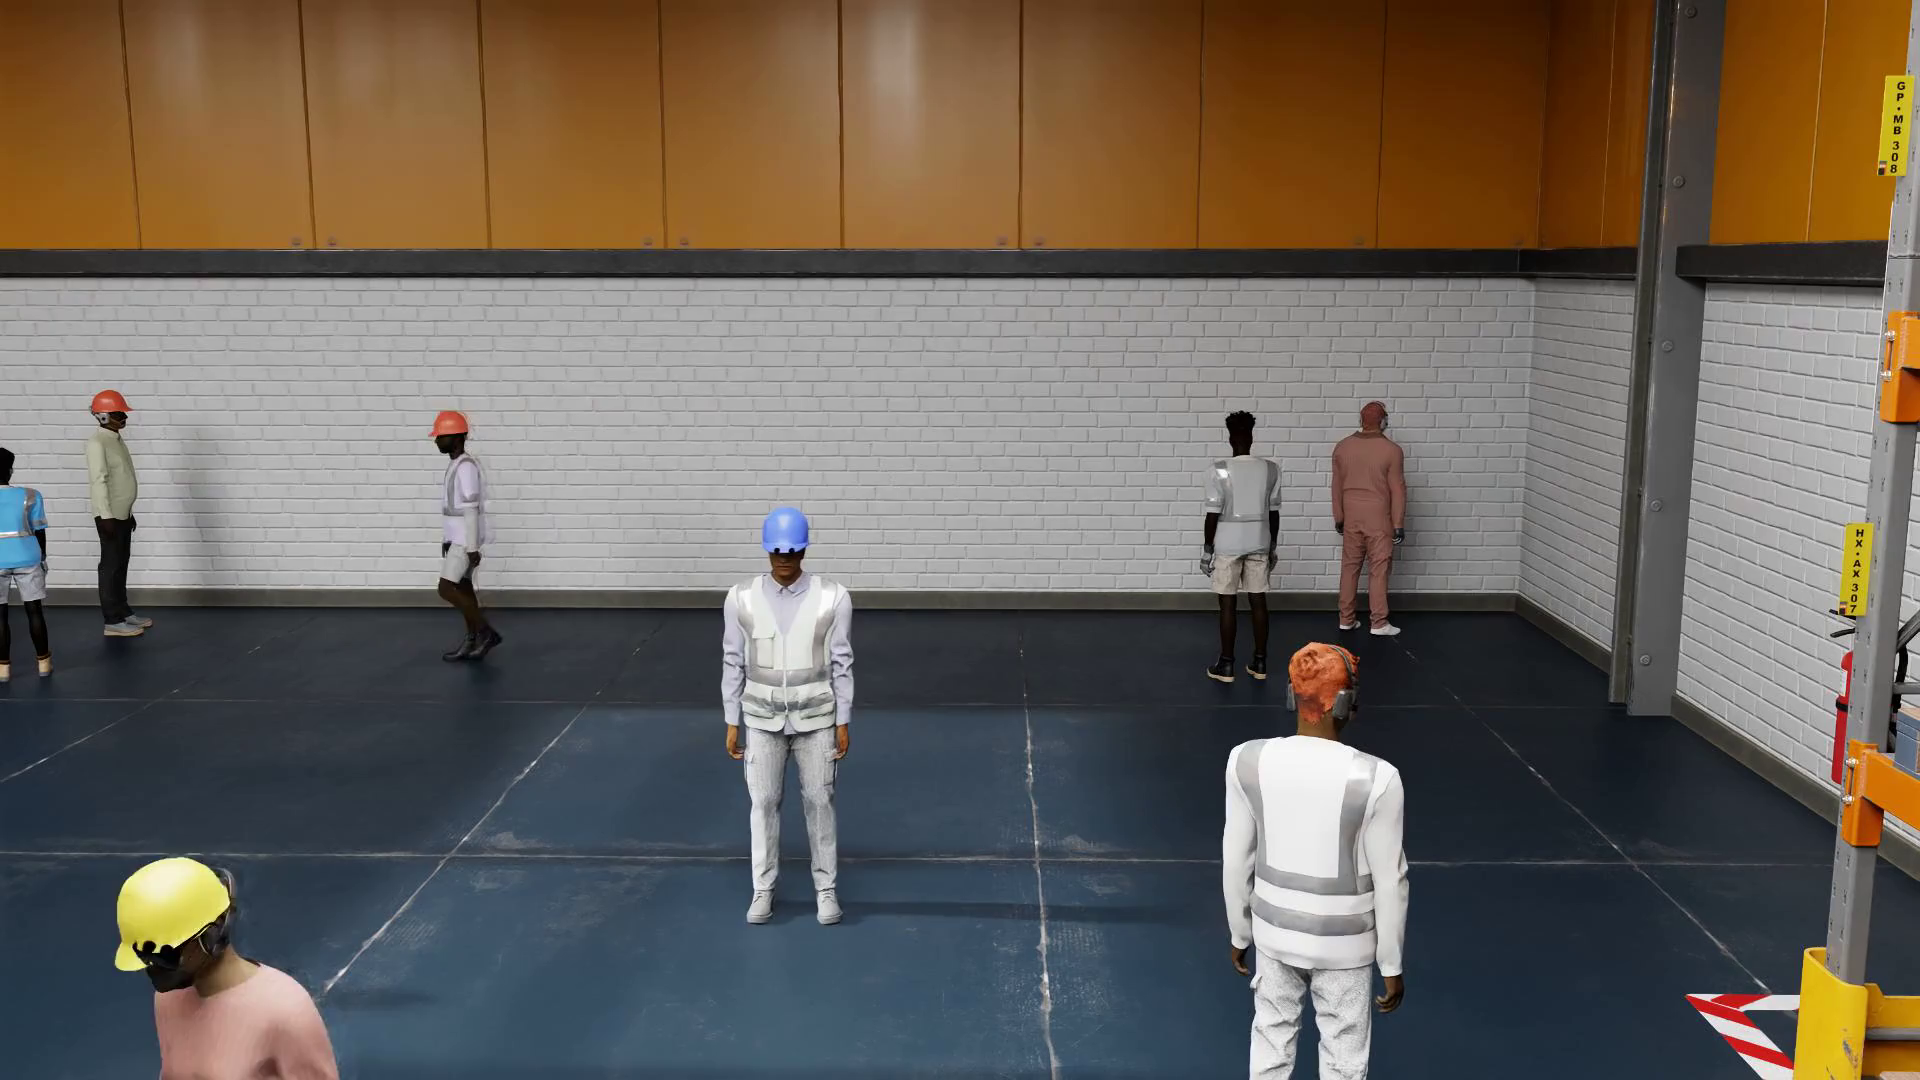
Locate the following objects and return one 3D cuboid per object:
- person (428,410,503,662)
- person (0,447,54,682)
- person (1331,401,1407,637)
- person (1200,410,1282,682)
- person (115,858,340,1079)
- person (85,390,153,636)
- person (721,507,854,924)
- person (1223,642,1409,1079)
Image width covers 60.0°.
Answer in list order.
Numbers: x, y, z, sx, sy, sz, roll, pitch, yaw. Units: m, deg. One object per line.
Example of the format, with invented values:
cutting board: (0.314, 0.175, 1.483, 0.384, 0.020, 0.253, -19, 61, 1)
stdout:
person: (-3.773, -0.017, 12.522, 0.398, 1.921, 0.552, -3, 10, -19)
person: (-6.882, 0.178, 12.042, 0.535, 1.694, 0.321, -6, 11, -34)
person: (3.339, -0.173, 13.511, 0.408, 1.905, 0.654, -9, 13, -44)
person: (2.022, 0.051, 12.016, 0.609, 1.956, 0.368, -2, 10, -15)
person: (-1.605, 1.533, 3.816, 0.566, 1.719, 0.525, 6, 11, 34)
person: (-6.875, -0.225, 13.555, 0.379, 1.996, 0.610, -2, 10, -12)
person: (-0.781, 0.804, 7.564, 0.604, 1.940, 0.413, 0, 9, 1)
person: (1.087, 1.241, 5.102, 0.573, 1.886, 0.354, 6, 11, 31)
